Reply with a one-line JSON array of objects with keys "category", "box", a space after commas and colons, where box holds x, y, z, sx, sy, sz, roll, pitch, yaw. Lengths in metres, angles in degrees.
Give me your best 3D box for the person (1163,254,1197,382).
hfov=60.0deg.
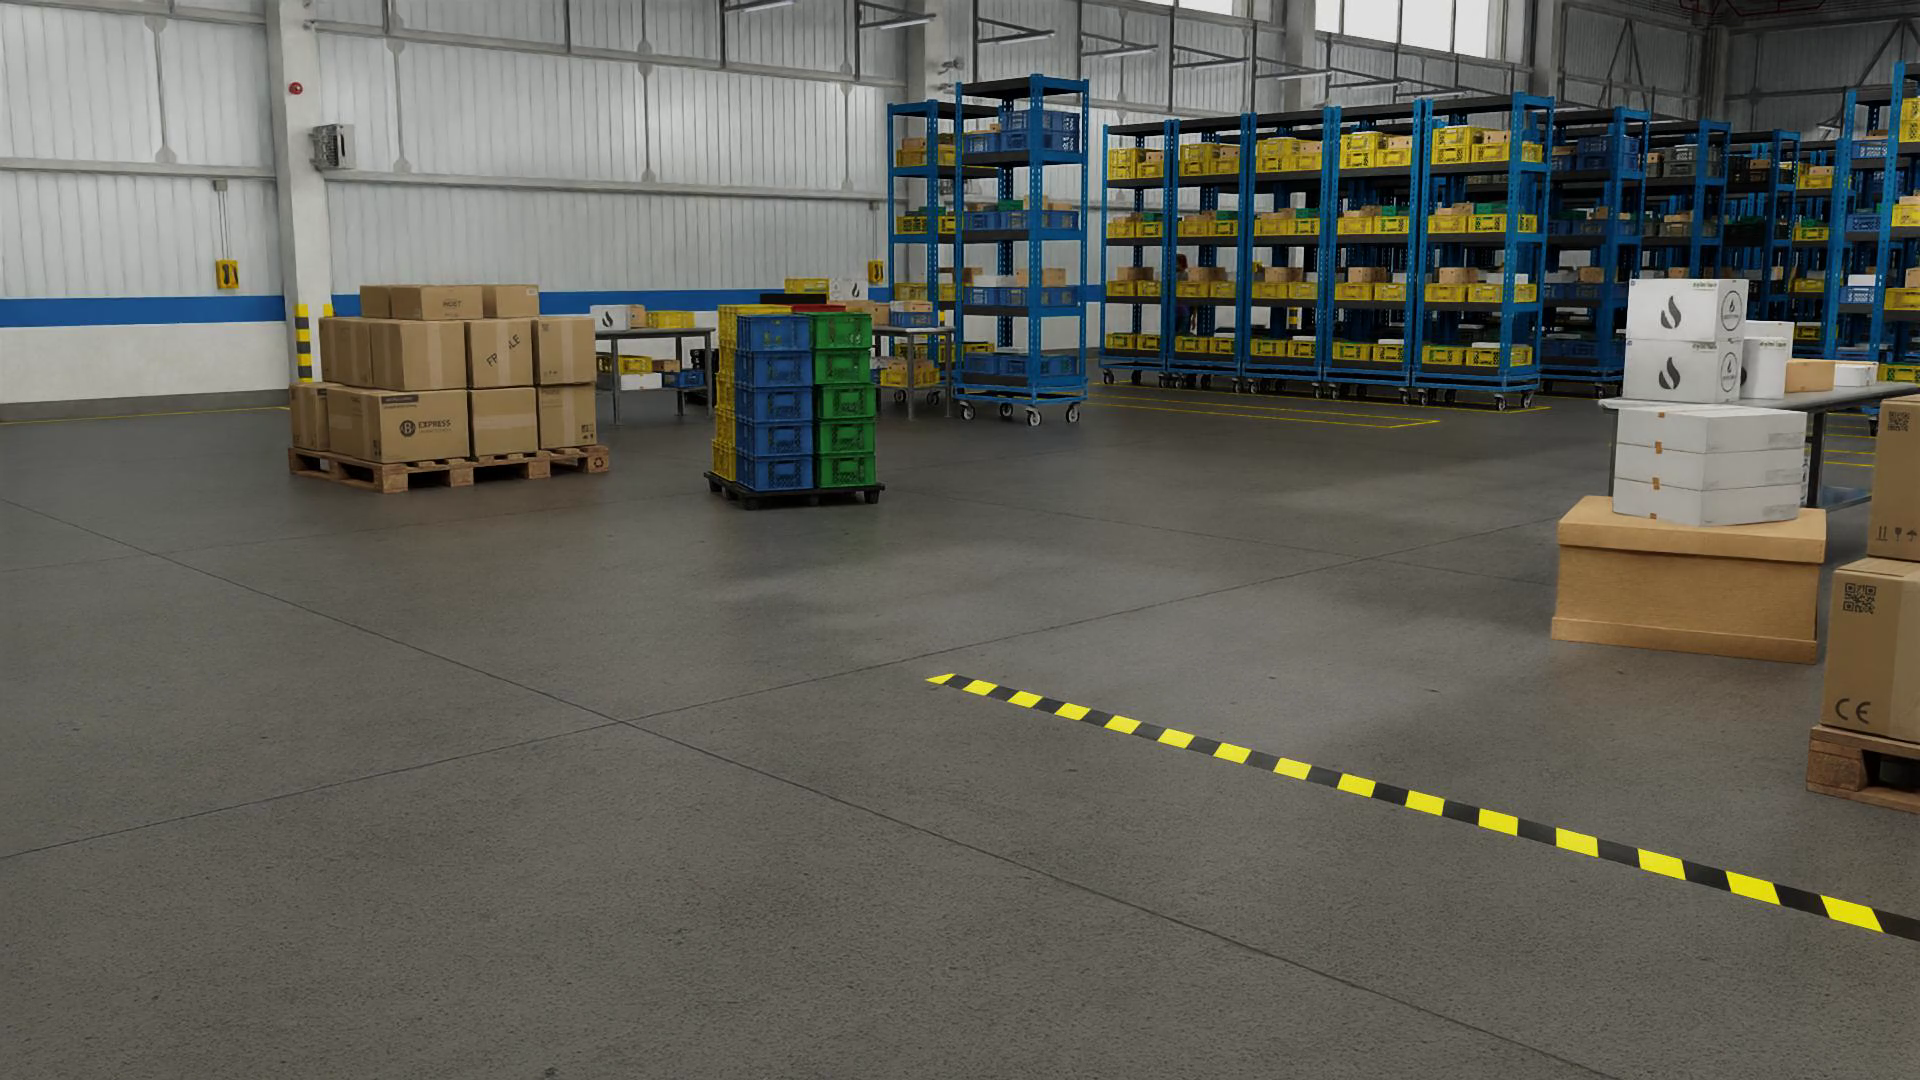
[{"category": "person", "box": [3.178, -3.208, 24.031, 0.563, 1.838, 0.389, 7, 12, 36]}]
